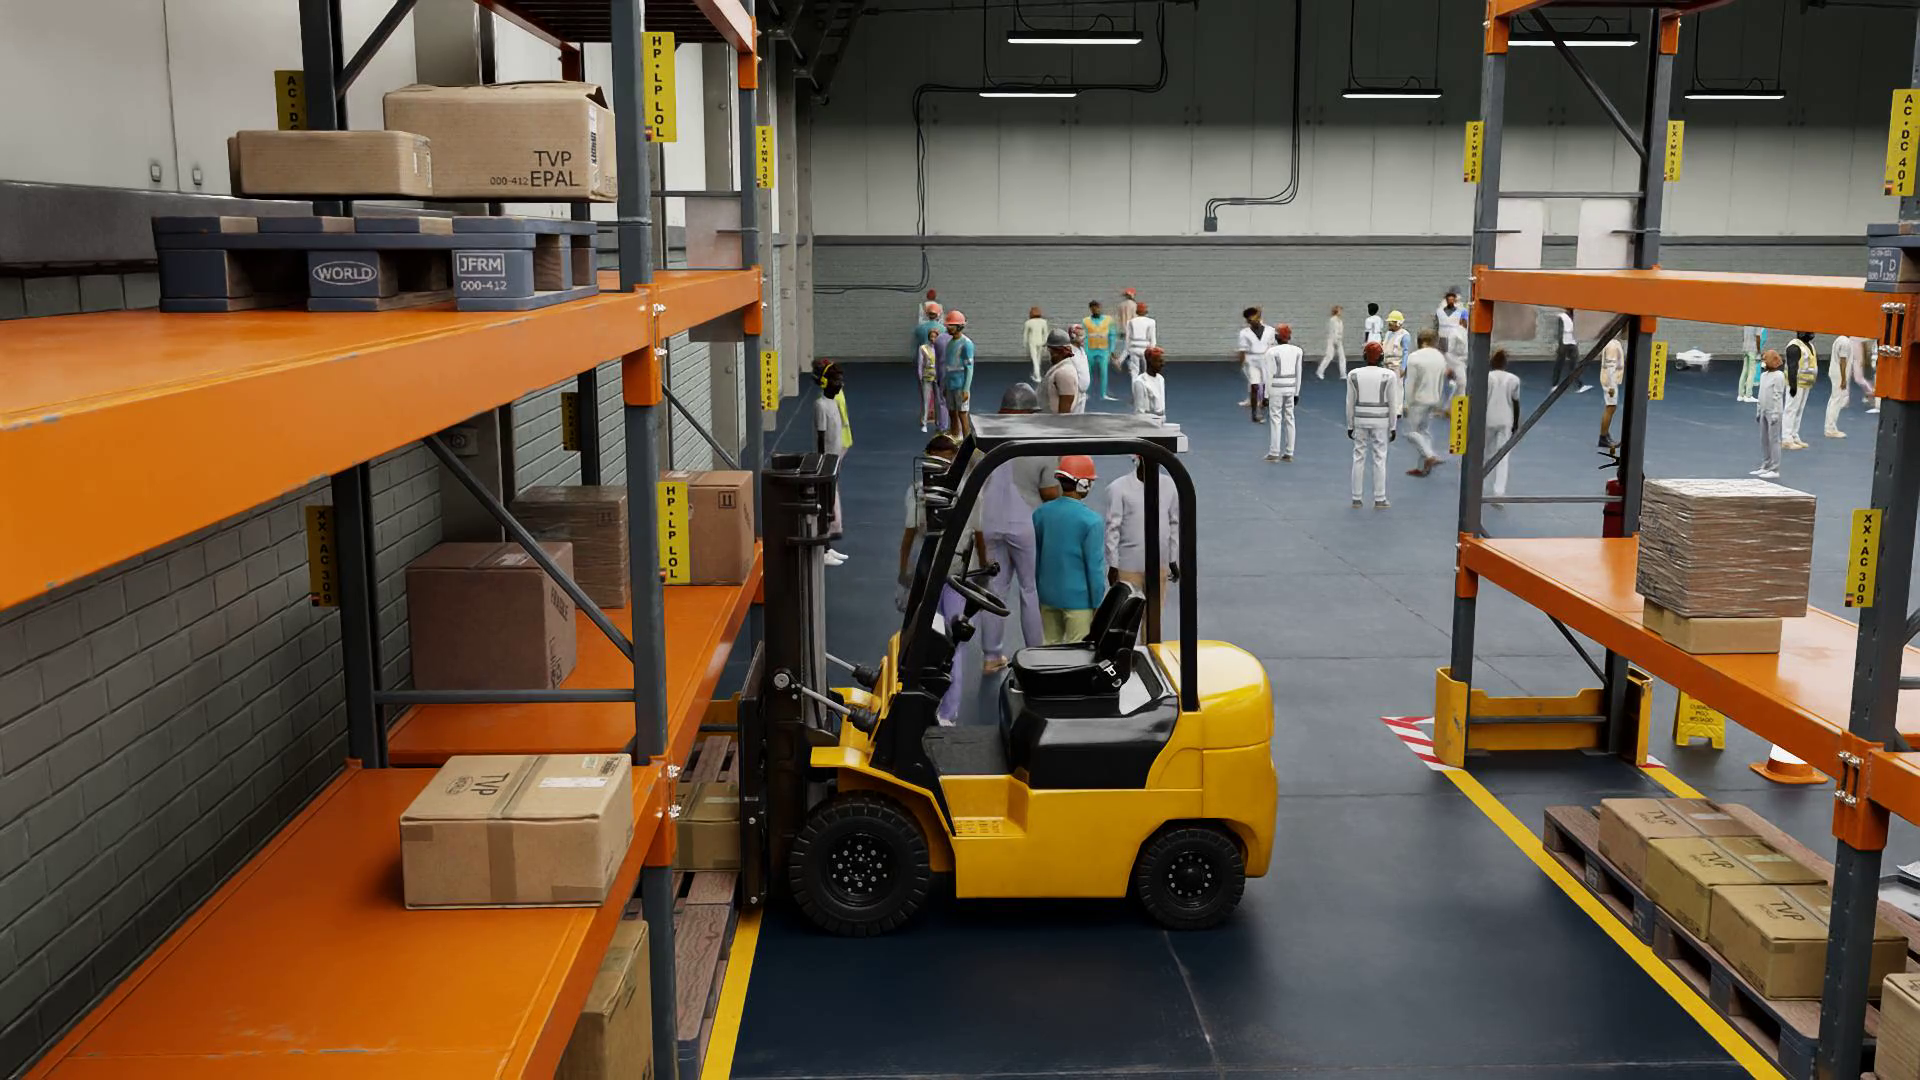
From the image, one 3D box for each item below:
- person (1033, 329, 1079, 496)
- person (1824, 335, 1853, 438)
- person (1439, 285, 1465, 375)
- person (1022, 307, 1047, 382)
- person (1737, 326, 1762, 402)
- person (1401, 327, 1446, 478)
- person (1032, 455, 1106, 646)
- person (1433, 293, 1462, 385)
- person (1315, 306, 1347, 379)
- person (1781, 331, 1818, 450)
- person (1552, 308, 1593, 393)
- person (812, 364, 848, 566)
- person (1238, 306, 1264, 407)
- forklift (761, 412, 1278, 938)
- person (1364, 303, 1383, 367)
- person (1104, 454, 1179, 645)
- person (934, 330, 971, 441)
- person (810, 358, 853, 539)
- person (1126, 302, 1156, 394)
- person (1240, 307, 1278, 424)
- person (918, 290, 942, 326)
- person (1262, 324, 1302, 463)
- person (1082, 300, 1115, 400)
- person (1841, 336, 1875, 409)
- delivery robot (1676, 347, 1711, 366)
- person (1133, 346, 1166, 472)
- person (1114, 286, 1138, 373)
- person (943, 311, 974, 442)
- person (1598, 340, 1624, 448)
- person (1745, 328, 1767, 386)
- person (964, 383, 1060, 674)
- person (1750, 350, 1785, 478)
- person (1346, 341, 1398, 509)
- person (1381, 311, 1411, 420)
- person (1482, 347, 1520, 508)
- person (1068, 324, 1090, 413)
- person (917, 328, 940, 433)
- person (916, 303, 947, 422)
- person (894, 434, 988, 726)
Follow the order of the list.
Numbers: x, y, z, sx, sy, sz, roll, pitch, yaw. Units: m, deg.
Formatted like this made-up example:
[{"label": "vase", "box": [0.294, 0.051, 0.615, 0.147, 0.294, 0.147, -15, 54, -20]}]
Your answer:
[{"label": "person", "box": [1.035, -1.296, 18.281, 0.538, 2.000, 0.684, 0, 10, -2]}, {"label": "person", "box": [13.451, -2.469, 25.389, 0.342, 1.838, 0.503, 4, 11, 19]}, {"label": "person", "box": [11.108, -4.711, 37.302, 0.701, 2.000, 0.837, -5, 11, -24]}, {"label": "person", "box": [1.588, -4.179, 35.601, 0.504, 1.583, 0.846, -4, 11, -23]}, {"label": "person", "box": [14.819, -3.508, 31.112, 0.327, 1.863, 0.511, -1, 10, -7]}, {"label": "person", "box": [5.874, -1.720, 20.977, 0.644, 1.920, 0.519, -7, 12, -33]}, {"label": "person", "box": [0.680, 0.328, 10.068, 0.359, 1.742, 0.562, -9, 13, -40]}, {"label": "person", "box": [10.227, -4.209, 34.844, 0.596, 1.920, 0.384, 5, 11, 24]}, {"label": "person", "box": [8.139, -4.297, 36.221, 0.766, 1.611, 0.524, 8, 13, 36]}, {"label": "person", "box": [12.158, -2.235, 24.069, 0.623, 1.845, 0.430, -10, 14, -43]}, {"label": "person", "box": [12.080, -3.829, 32.853, 0.624, 1.864, 0.993, -4, 11, -22]}, {"label": "person", "box": [-1.215, -0.702, 15.464, 0.313, 1.864, 0.534, 1, 10, 6]}, {"label": "person", "box": [5.346, -3.322, 30.144, 0.528, 1.837, 0.524, 1, 10, 8]}, {"label": "forklift", "box": [0.291, 0.548, 7.580, 2.313, 2.155, 1.214, 0, 10, -2]}, {"label": "person", "box": [8.815, -4.215, 35.518, 0.536, 1.691, 0.315, -10, 14, -43]}, {"label": "person", "box": [1.239, 0.131, 11.135, 0.573, 1.746, 0.346, -5, 11, -25]}, {"label": "person", "box": [-0.079, -2.438, 25.053, 0.645, 1.900, 0.399, 6, 12, 30]}, {"label": "person", "box": [-1.306, -0.928, 16.805, 0.419, 1.830, 0.601, -2, 10, -11]}, {"label": "person", "box": [3.421, -3.525, 31.230, 0.602, 1.846, 0.897, 3, 11, 18]}, {"label": "person", "box": [4.944, -2.871, 27.394, 0.656, 1.925, 0.458, 0, 10, 1]}, {"label": "person", "box": [-0.723, -5.084, 39.976, 0.588, 1.829, 0.997, -1, 10, -7]}, {"label": "person", "box": [4.361, -1.986, 22.563, 0.583, 1.882, 0.348, -5, 11, -25]}, {"label": "person", "box": [2.550, -3.580, 31.437, 0.819, 1.891, 0.473, 1, 10, 5]}, {"label": "person", "box": [16.141, -3.261, 29.872, 0.719, 1.814, 0.540, -4, 11, -20]}, {"label": "delivery robot", "box": [16.945, -4.213, 38.410, 0.707, 0.478, 0.477, 7, 13, 36]}, {"label": "person", "box": [2.041, -1.152, 17.948, 0.347, 1.876, 0.573, 6, 12, 31]}, {"label": "person", "box": [3.808, -4.764, 37.767, 0.668, 1.976, 0.619, -6, 12, -28]}, {"label": "person", "box": [-0.056, -2.115, 22.836, 0.377, 2.045, 0.605, -6, 12, -32]}, {"label": "person", "box": [9.520, -2.296, 24.195, 0.389, 1.923, 0.549, 5, 11, 24]}, {"label": "person", "box": [16.562, -4.114, 34.567, 0.359, 1.835, 0.512, 5, 11, 28]}, {"label": "person", "box": [0.404, -0.074, 11.473, 0.686, 2.000, 0.535, 5, 11, 27]}, {"label": "person", "box": [10.293, -1.604, 21.159, 0.290, 1.624, 0.494, 0, 10, -3]}, {"label": "person", "box": [4.615, -1.284, 18.654, 0.576, 1.882, 0.355, 5, 11, 27]}, {"label": "person", "box": [7.285, -2.928, 27.950, 0.403, 1.834, 0.589, -4, 11, -23]}, {"label": "person", "box": [6.104, -1.298, 18.977, 0.535, 1.789, 0.978, 1, 10, 4]}, {"label": "person", "box": [1.531, -1.926, 22.193, 0.401, 1.899, 0.646, 5, 11, 27]}, {"label": "person", "box": [-0.428, -2.511, 26.173, 0.512, 1.638, 0.312, -4, 11, -19]}, {"label": "person", "box": [-0.432, -2.946, 27.654, 0.606, 1.970, 0.451, 4, 11, 20]}, {"label": "person", "box": [-0.131, 0.286, 10.041, 0.496, 1.836, 0.849, 4, 11, 20]}]
